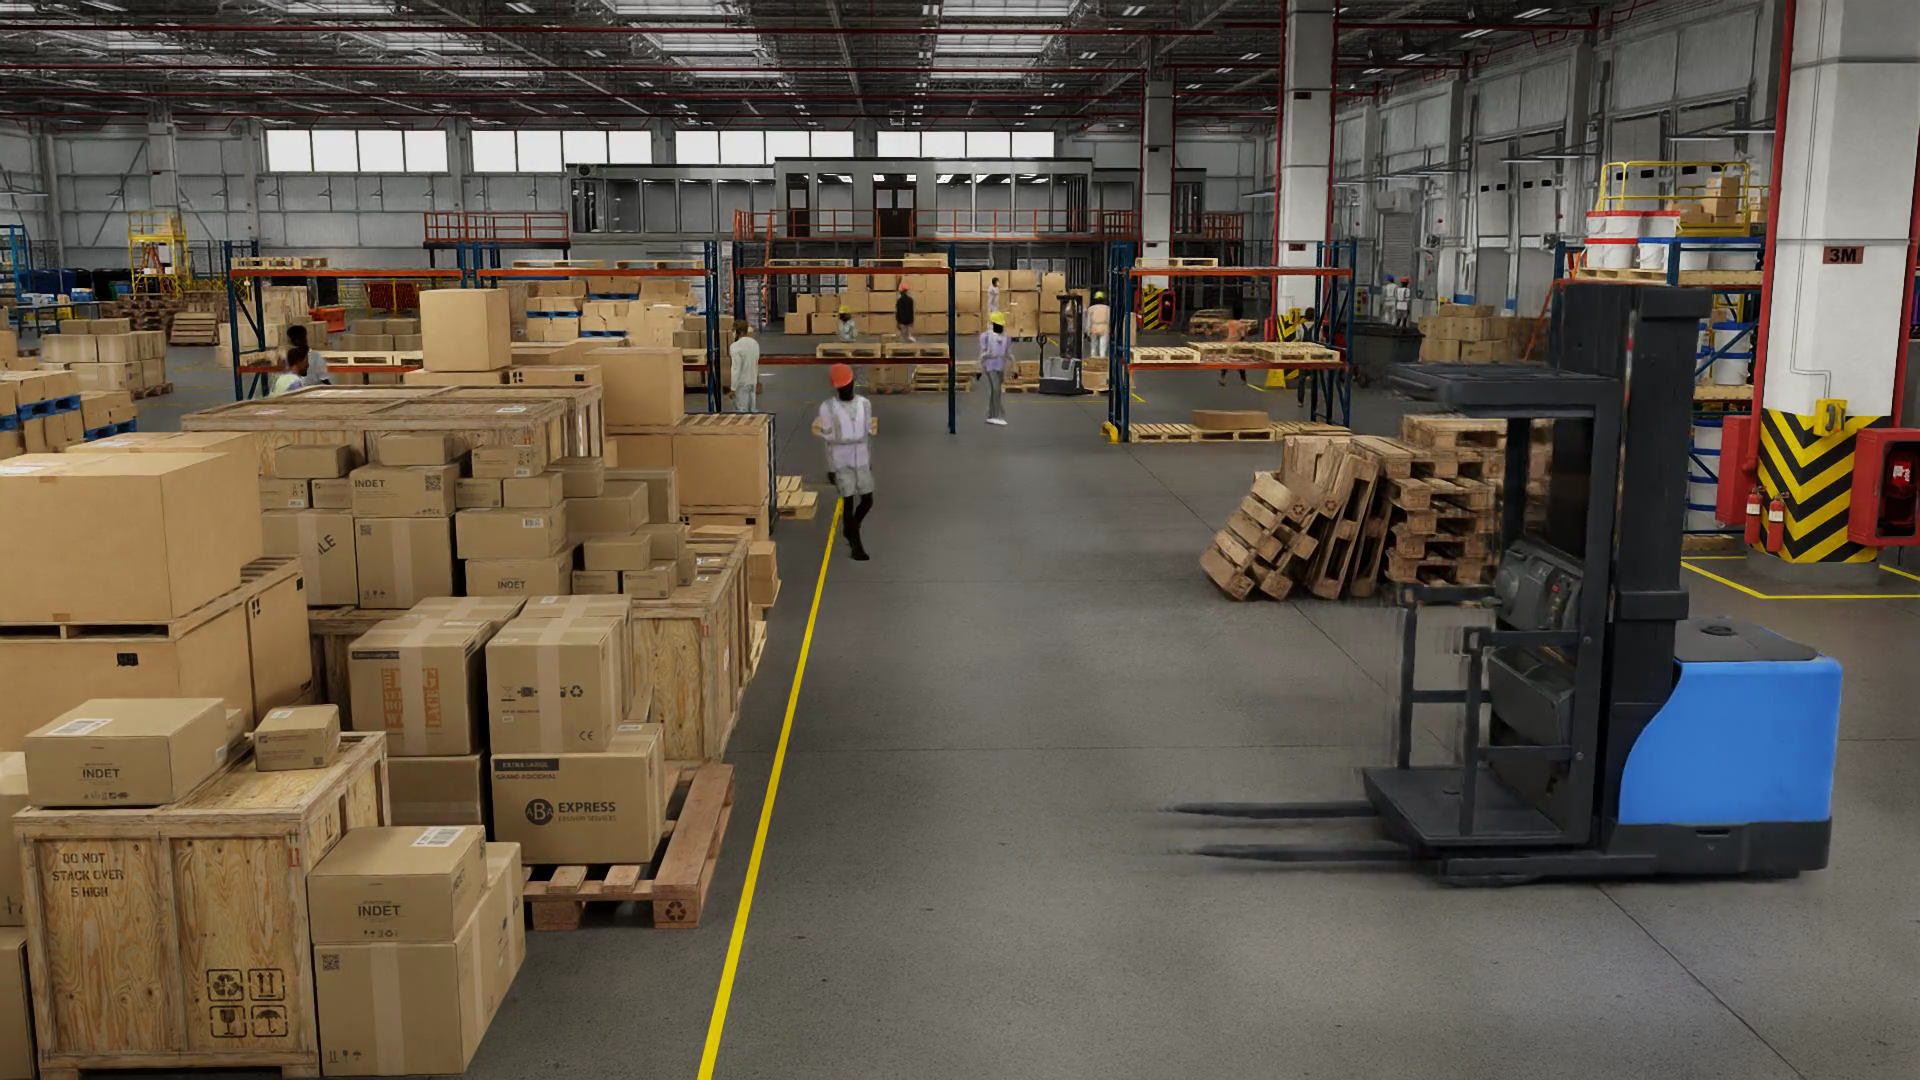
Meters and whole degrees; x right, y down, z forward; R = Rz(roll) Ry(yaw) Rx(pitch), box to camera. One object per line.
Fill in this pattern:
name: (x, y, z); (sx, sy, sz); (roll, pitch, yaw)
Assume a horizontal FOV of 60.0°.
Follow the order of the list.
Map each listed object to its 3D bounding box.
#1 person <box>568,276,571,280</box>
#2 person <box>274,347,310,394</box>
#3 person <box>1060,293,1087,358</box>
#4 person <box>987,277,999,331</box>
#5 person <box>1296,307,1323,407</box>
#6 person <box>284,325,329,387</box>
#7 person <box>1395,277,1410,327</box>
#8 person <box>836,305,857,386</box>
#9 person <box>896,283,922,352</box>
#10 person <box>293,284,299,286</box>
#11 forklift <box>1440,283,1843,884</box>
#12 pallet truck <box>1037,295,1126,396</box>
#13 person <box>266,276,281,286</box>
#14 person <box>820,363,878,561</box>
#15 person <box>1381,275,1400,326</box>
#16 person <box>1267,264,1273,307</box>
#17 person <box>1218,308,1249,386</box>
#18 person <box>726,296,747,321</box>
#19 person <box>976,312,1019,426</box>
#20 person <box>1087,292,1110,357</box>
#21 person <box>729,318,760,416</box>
person: (-17.611, -11.506, 75.887); (0.615, 1.871, 0.443); (0, 10, -1)
person: (-7.266, -1.176, 18.313); (0.811, 1.877, 0.597); (-9, 13, -41)
person: (2.716, -4.964, 39.581); (0.654, 1.819, 0.756); (1, 10, 7)
person: (1.058, -7.308, 52.359); (0.379, 1.931, 0.625); (4, 11, 21)
person: (6.396, -3.344, 30.500); (0.516, 1.842, 0.324); (4, 11, 20)
person: (-8.632, -1.875, 22.029); (0.648, 1.948, 0.432); (3, 11, 16)
person: (13.822, -7.222, 51.862); (0.371, 1.931, 0.543); (-7, 13, -36)
person: (-2.350, -3.933, 34.069); (0.503, 1.731, 0.354); (8, 13, 37)
person: (-1.360, -5.639, 42.934); (0.674, 1.977, 0.629); (8, 13, 39)
person: (-18.333, -6.156, 46.091); (0.514, 1.871, 0.327); (-4, 11, -22)
forklift: (3.202, 0.154, 8.121); (1.873, 2.768, 1.129); (0, 10, -2)
pallet truck: (2.483, -3.881, 33.060); (1.885, 1.965, 0.823); (-7, 13, -36)
person: (-23.455, -8.139, 56.823); (0.628, 1.998, 1.058); (3, 11, 18)
person: (-1.072, -0.743, 15.827); (0.553, 1.901, 0.466); (-6, 12, -29)
person: (14.423, -7.884, 55.580); (0.686, 1.917, 0.585); (4, 11, 22)
person: (14.589, -11.890, 77.685); (0.381, 1.994, 0.613); (9, 13, 41)
person: (5.779, -4.070, 35.052); (0.535, 1.662, 0.826); (10, 14, 43)
person: (-5.506, -5.176, 41.056); (0.547, 1.713, 0.925); (-3, 11, -18)
person: (0.653, -2.812, 27.419); (0.725, 1.876, 0.835); (-8, 13, -36)
person: (3.239, -4.833, 38.709); (0.599, 1.872, 0.976); (0, 10, 1)
person: (-3.115, -2.209, 23.914); (0.372, 1.940, 0.632); (4, 11, 23)
